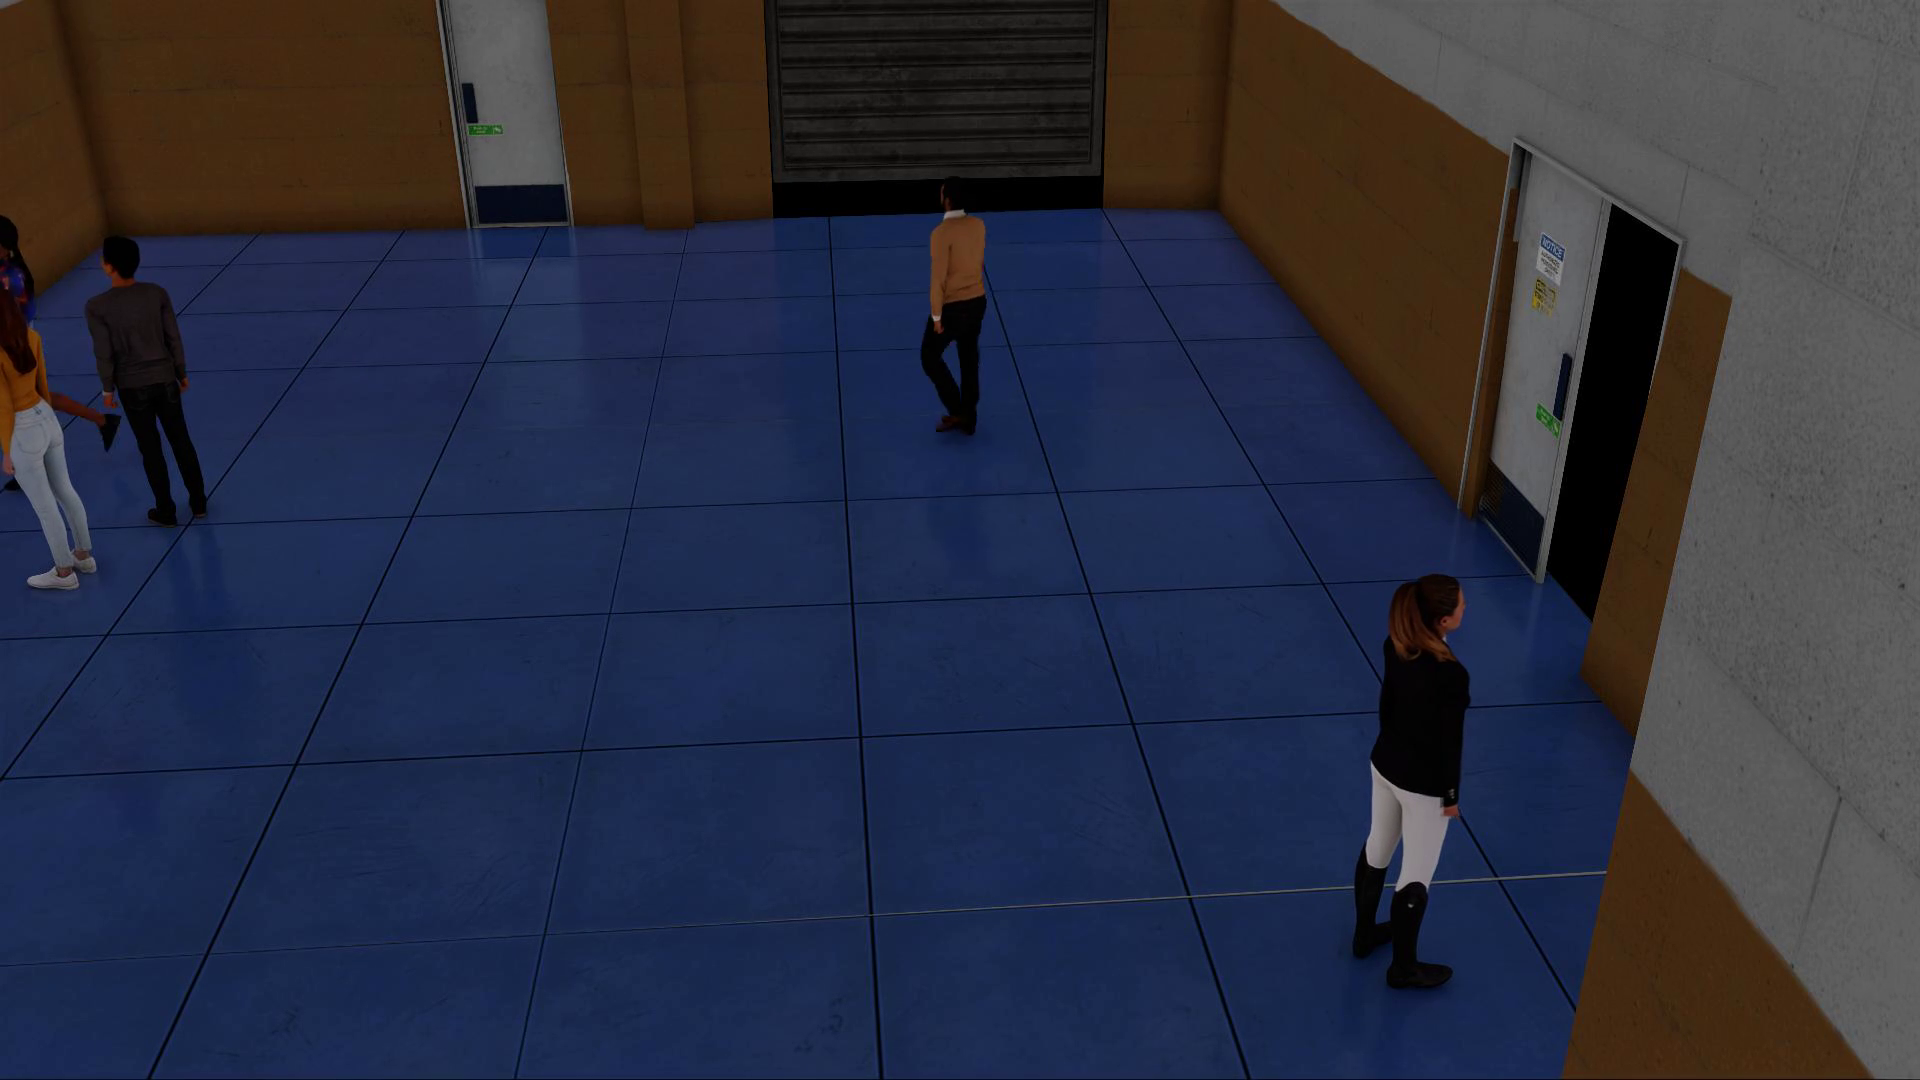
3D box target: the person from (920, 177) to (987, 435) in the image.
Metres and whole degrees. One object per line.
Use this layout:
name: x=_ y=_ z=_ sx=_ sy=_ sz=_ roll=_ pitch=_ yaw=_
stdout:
person: x=0.038 y=-1.505 z=10.957 sx=0.776 sy=1.744 sz=0.849 roll=-23 pitch=35 yaw=-38

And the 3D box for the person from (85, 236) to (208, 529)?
person: x=-4.783 y=-0.923 z=9.785 sx=0.682 sy=1.772 sz=0.775 roll=3 pitch=27 yaw=5

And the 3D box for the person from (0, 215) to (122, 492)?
person: x=-5.744 y=-1.177 z=10.337 sx=1.068 sy=1.726 sz=0.880 roll=-17 pitch=32 yaw=-30

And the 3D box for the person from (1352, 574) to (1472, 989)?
person: x=1.690 y=0.900 z=6.221 sx=0.635 sy=1.729 sz=0.636 roll=-11 pitch=29 yaw=-20

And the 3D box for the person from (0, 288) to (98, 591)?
person: x=-5.068 y=-0.562 z=9.097 sx=0.628 sy=1.751 sz=0.643 roll=4 pitch=27 yaw=8
